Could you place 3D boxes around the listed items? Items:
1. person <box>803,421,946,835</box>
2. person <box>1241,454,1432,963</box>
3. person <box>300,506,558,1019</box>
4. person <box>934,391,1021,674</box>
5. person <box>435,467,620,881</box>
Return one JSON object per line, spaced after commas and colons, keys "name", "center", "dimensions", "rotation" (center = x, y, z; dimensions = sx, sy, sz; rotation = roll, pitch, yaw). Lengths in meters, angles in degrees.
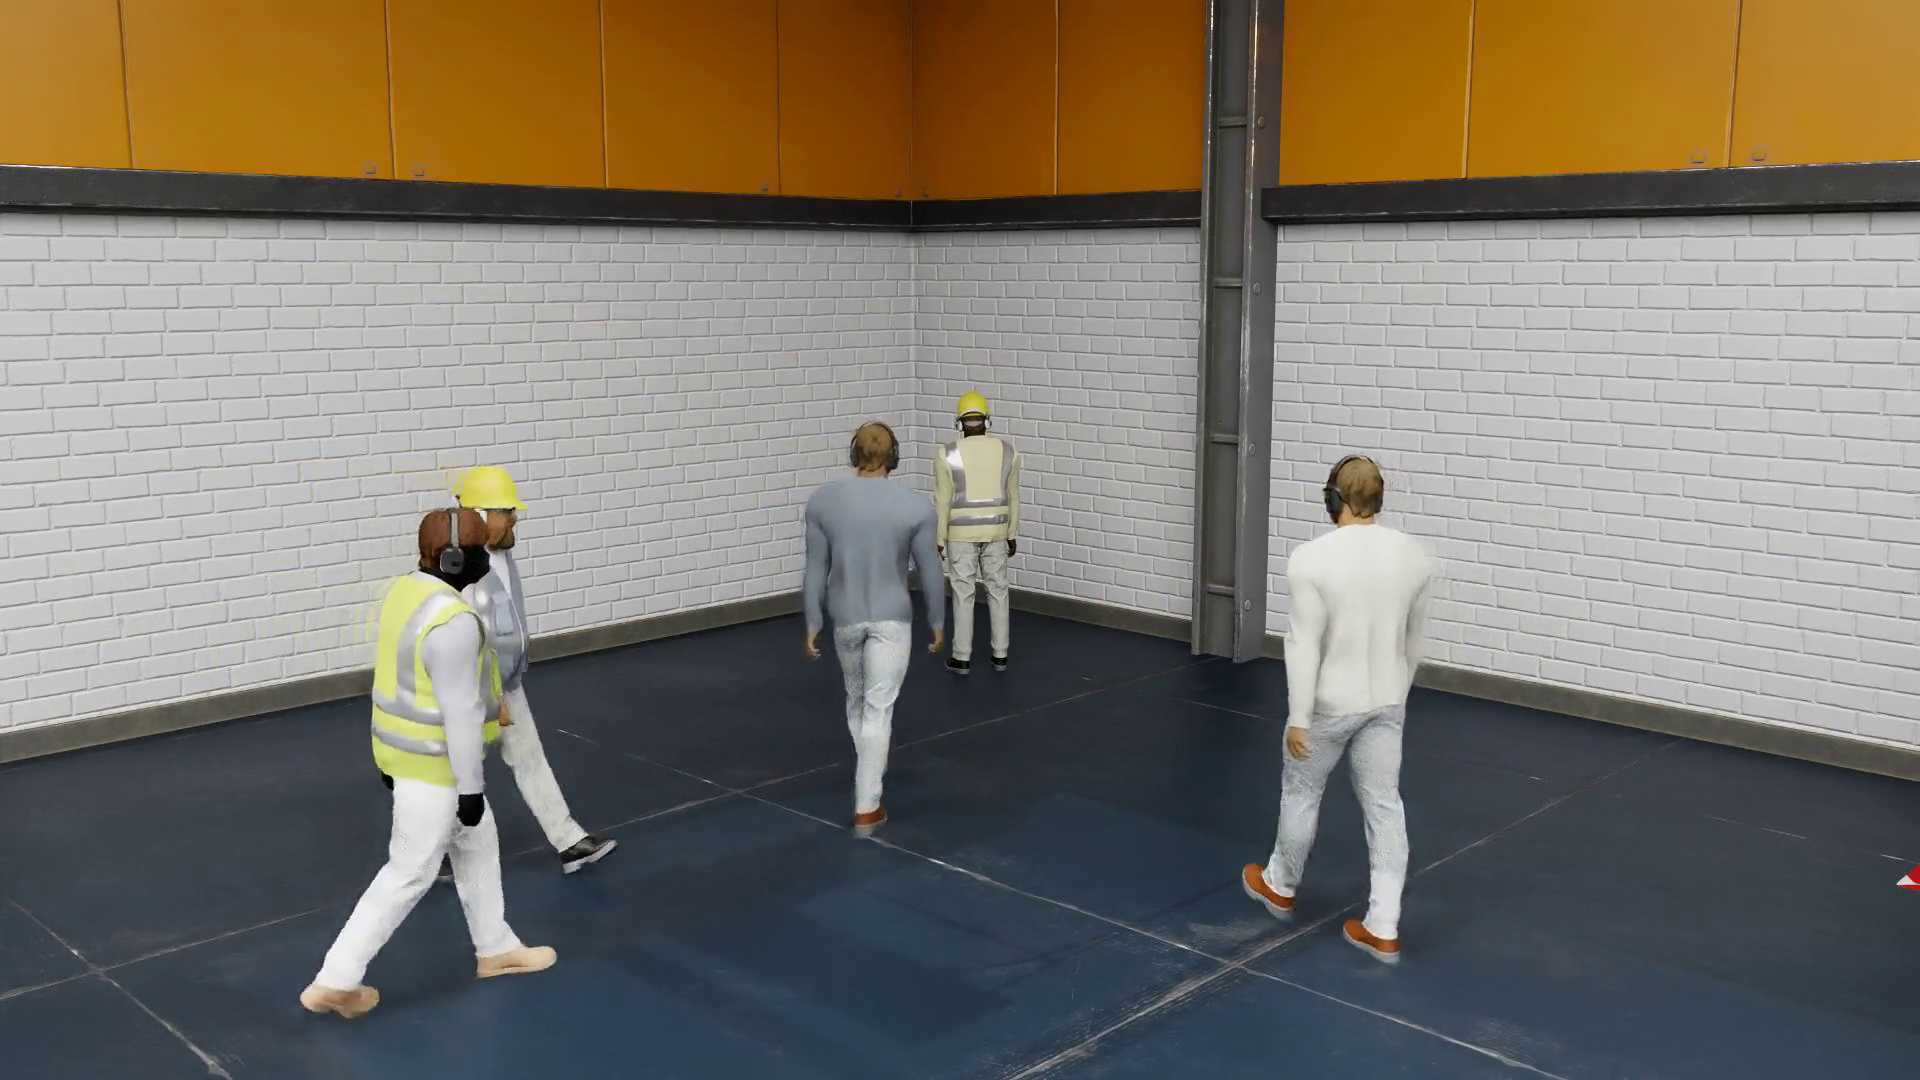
{"name": "person", "center": [-0.384, 0.376, 7.971], "dimensions": [0.659, 1.884, 0.999], "rotation": [2, 10, 14]}
{"name": "person", "center": [1.457, 0.611, 6.486], "dimensions": [0.652, 1.900, 0.920], "rotation": [-3, 10, -19]}
{"name": "person", "center": [-1.907, 0.778, 5.826], "dimensions": [0.897, 1.796, 0.653], "rotation": [-6, 11, -32]}
{"name": "person", "center": [0.100, -0.043, 10.744], "dimensions": [0.586, 1.824, 0.403], "rotation": [-3, 10, -18]}
{"name": "person", "center": [-1.954, 0.585, 7.015], "dimensions": [0.952, 1.775, 0.602], "rotation": [2, 10, 14]}
